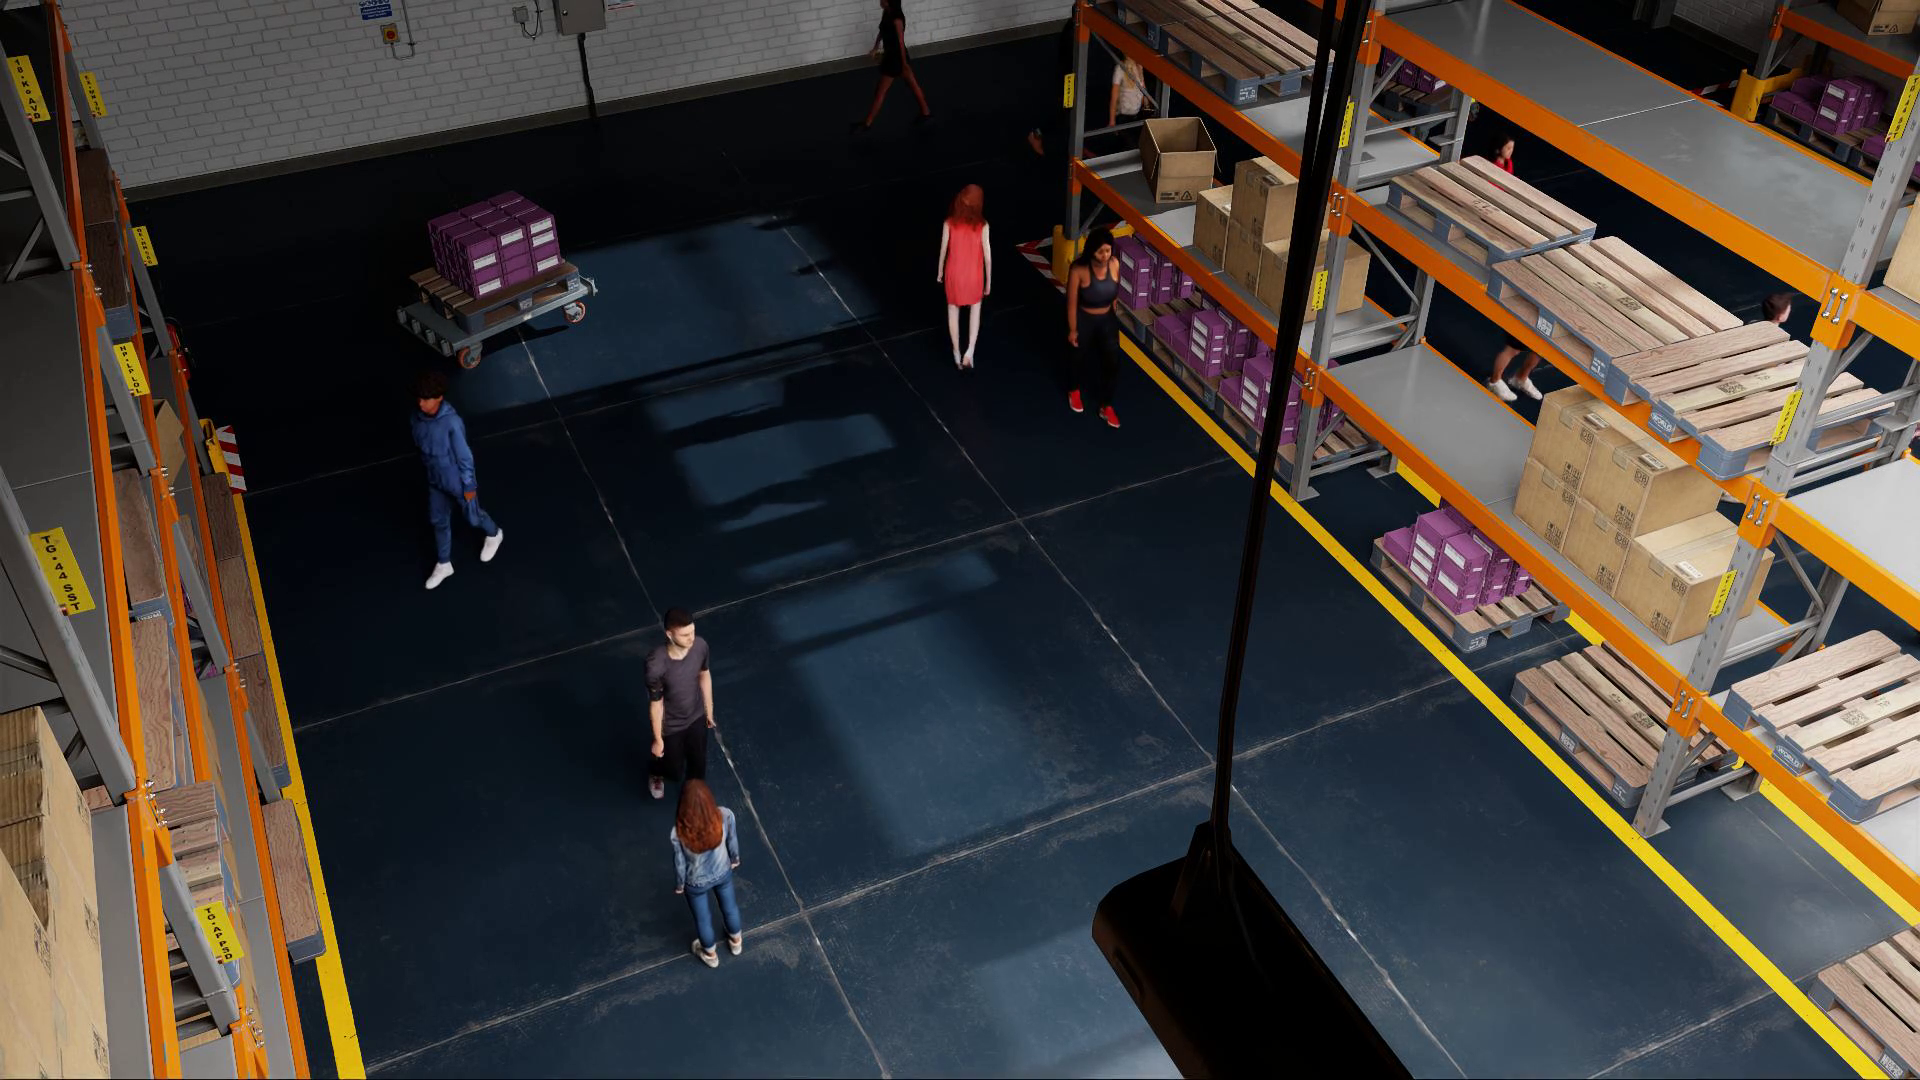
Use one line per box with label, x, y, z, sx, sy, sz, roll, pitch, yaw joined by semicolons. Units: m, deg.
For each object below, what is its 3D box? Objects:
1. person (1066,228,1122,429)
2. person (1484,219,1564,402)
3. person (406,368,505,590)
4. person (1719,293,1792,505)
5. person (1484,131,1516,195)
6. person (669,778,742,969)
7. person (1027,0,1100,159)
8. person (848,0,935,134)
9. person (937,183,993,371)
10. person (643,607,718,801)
person;1.087;-1.893;14.218;0.745;1.791;0.939;-10;40;-12
person;4.909;-2.018;14.332;0.778;1.844;0.820;-31;48;-33
person;-3.791;-0.524;12.506;1.059;1.789;1.075;18;42;21
person;6.264;-1.148;13.240;0.770;1.848;0.603;-5;39;-6
person;4.911;-3.073;15.736;0.737;1.741;0.874;-28;46;-31
person;-1.472;1.932;9.681;0.580;1.476;0.513;-21;43;-24
person;1.141;-4.965;18.064;1.126;1.791;1.077;10;40;12
person;-0.642;-5.357;18.646;0.857;1.677;1.233;-9;39;-11
person;0.044;-2.236;14.634;0.795;1.807;0.864;-2;39;-2
person;-1.816;1.093;10.518;0.816;1.743;0.938;-27;46;-30
